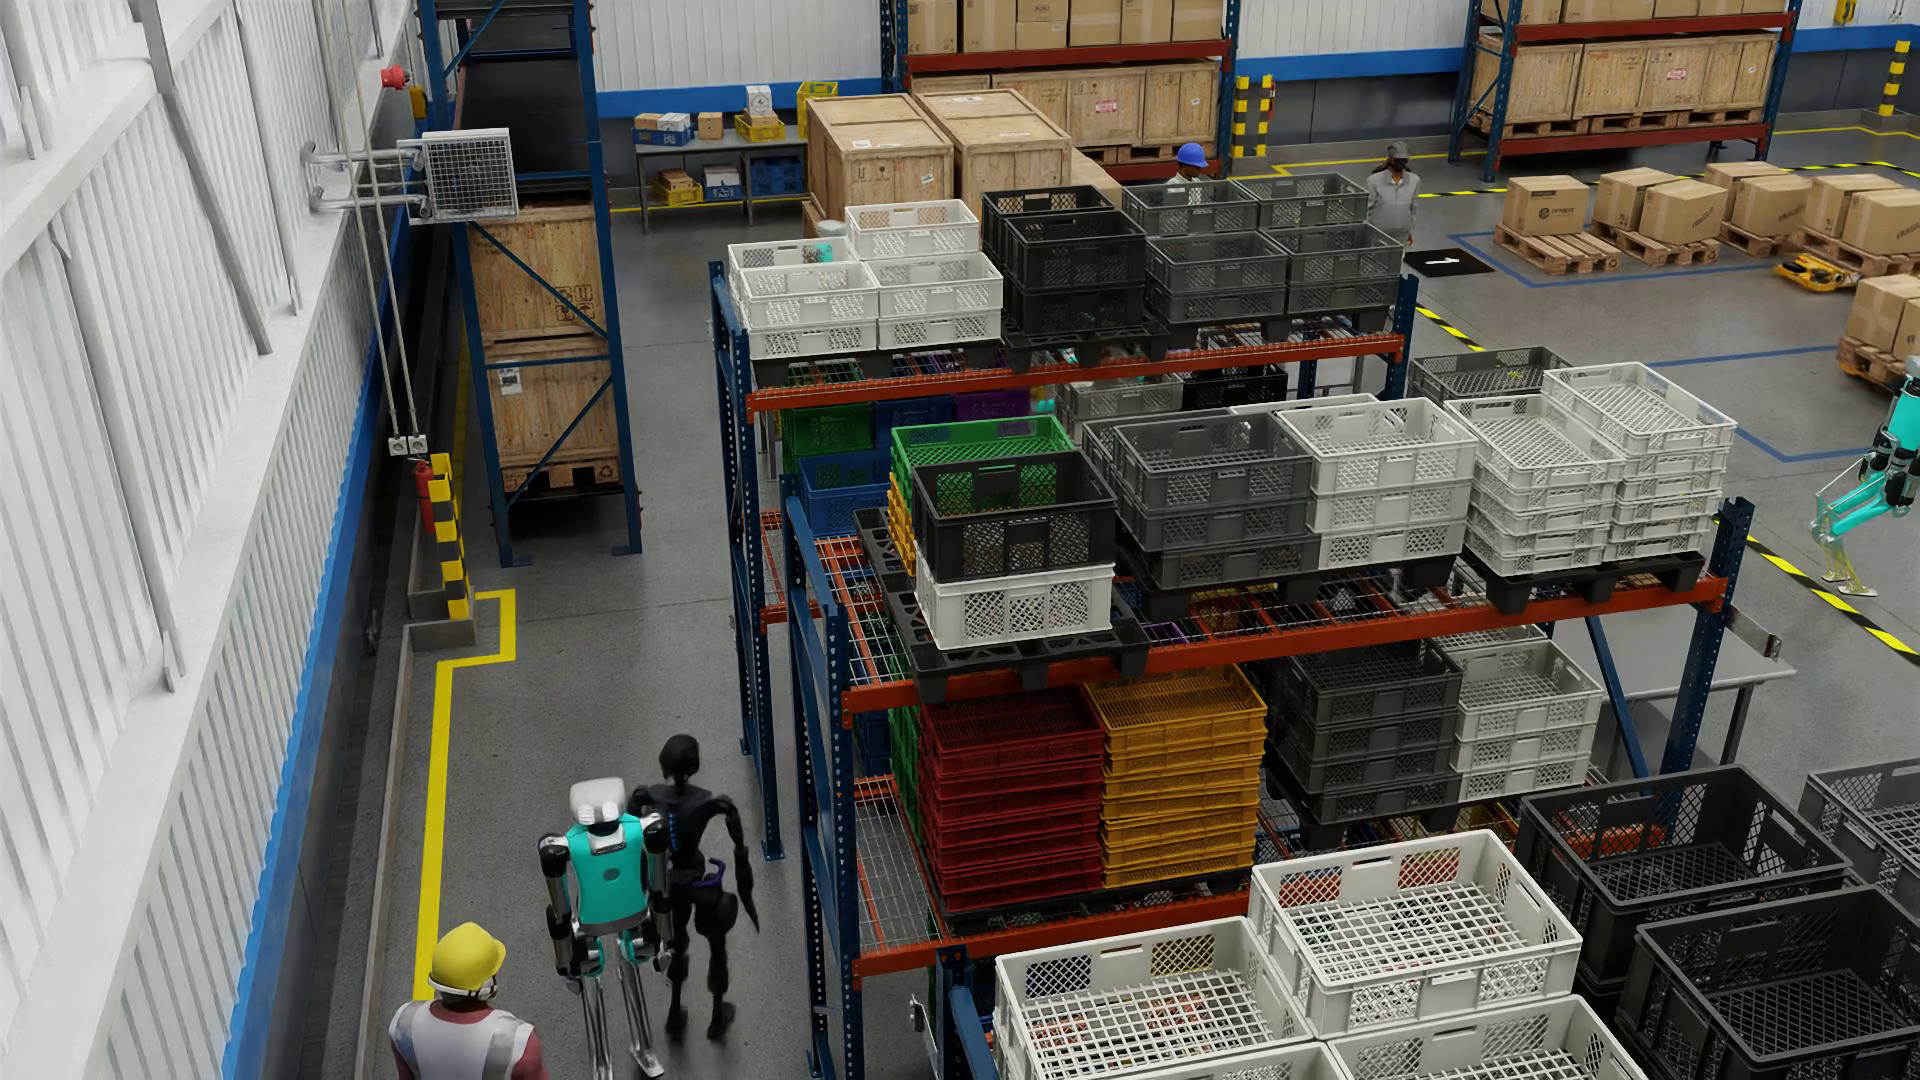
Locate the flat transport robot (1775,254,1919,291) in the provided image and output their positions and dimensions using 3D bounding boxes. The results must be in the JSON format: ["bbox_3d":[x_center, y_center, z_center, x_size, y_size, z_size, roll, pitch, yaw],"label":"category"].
[{"bbox_3d":[9.398,-2.856,17.436,1.431,0.197,0.652,-6,28,-12],"label":"flat transport robot"}]

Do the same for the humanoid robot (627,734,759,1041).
[{"bbox_3d":[-1.214,1.593,7.512,0.616,1.646,0.312,5,28,9],"label":"humanoid robot"}]

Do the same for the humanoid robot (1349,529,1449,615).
[{"bbox_3d":[2.711,0.178,10.212,0.600,1.642,0.398,1,28,2],"label":"humanoid robot"}]

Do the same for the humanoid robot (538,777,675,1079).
[{"bbox_3d":[-1.541,1.640,7.245,0.530,1.686,0.728,-11,30,-20],"label":"humanoid robot"}]

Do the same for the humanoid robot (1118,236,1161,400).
[{"bbox_3d":[1.604,-1.543,13.409,0.558,1.751,0.879,-10,29,-18],"label":"humanoid robot"}]

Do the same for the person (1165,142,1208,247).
[{"bbox_3d":[2.047,-2.724,15.427,0.412,1.939,0.602,20,34,33],"label":"person"}]

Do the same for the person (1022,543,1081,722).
[{"bbox_3d":[0.432,0.784,8.873,0.625,1.844,0.429,4,28,7],"label":"person"}]

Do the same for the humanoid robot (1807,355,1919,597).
[{"bbox_3d":[6.050,-0.419,11.128,0.735,1.672,0.533,-1,28,-2],"label":"humanoid robot"}]

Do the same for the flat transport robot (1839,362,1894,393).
[{"bbox_3d":[8.521,-1.374,14.623,0.652,0.197,1.431,-6,28,-12],"label":"flat transport robot"}]

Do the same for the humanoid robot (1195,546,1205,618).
[{"bbox_3d":[1.530,-0.145,10.815,0.330,1.649,0.612,0,28,0],"label":"humanoid robot"}]

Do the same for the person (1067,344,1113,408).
[{"bbox_3d":[0.832,-0.610,11.495,0.401,1.877,0.612,7,29,12],"label":"person"}]

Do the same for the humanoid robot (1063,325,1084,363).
[{"bbox_3d":[1.070,-0.710,11.674,0.735,1.677,0.533,-2,28,-4],"label":"humanoid robot"}]

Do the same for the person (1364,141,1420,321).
[{"bbox_3d":[4.119,-2.972,16.075,0.563,1.769,0.399,-4,28,-7],"label":"person"}]

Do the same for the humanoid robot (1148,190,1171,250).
[{"bbox_3d":[1.766,-2.370,15.029,0.337,1.655,0.600,-10,29,-19],"label":"humanoid robot"}]

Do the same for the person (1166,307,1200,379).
[{"bbox_3d":[1.678,-1.333,12.688,0.409,2.036,0.604,15,31,26],"label":"person"}]

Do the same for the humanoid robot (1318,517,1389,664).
[{"bbox_3d":[2.441,0.096,10.358,0.602,1.636,0.519,-17,32,-29],"label":"humanoid robot"}]

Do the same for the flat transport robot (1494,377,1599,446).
[{"bbox_3d":[4.780,-1.036,14.013,0.659,0.231,1.431,-6,28,-12],"label":"flat transport robot"}]

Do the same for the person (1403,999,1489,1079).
[{"bbox_3d":[1.865,2.293,5.907,0.774,1.936,0.621,-11,30,-19],"label":"person"}]

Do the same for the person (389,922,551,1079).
[{"bbox_3d":[-1.753,2.186,6.221,0.599,1.829,0.404,6,28,12],"label":"person"}]

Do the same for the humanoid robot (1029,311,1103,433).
[{"bbox_3d":[0.720,-1.093,12.576,1.042,1.739,0.561,8,29,14],"label":"humanoid robot"}]

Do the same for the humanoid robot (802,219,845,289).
[{"bbox_3d":[-0.910,-1.739,13.777,0.708,1.800,0.530,17,32,29],"label":"humanoid robot"}]
